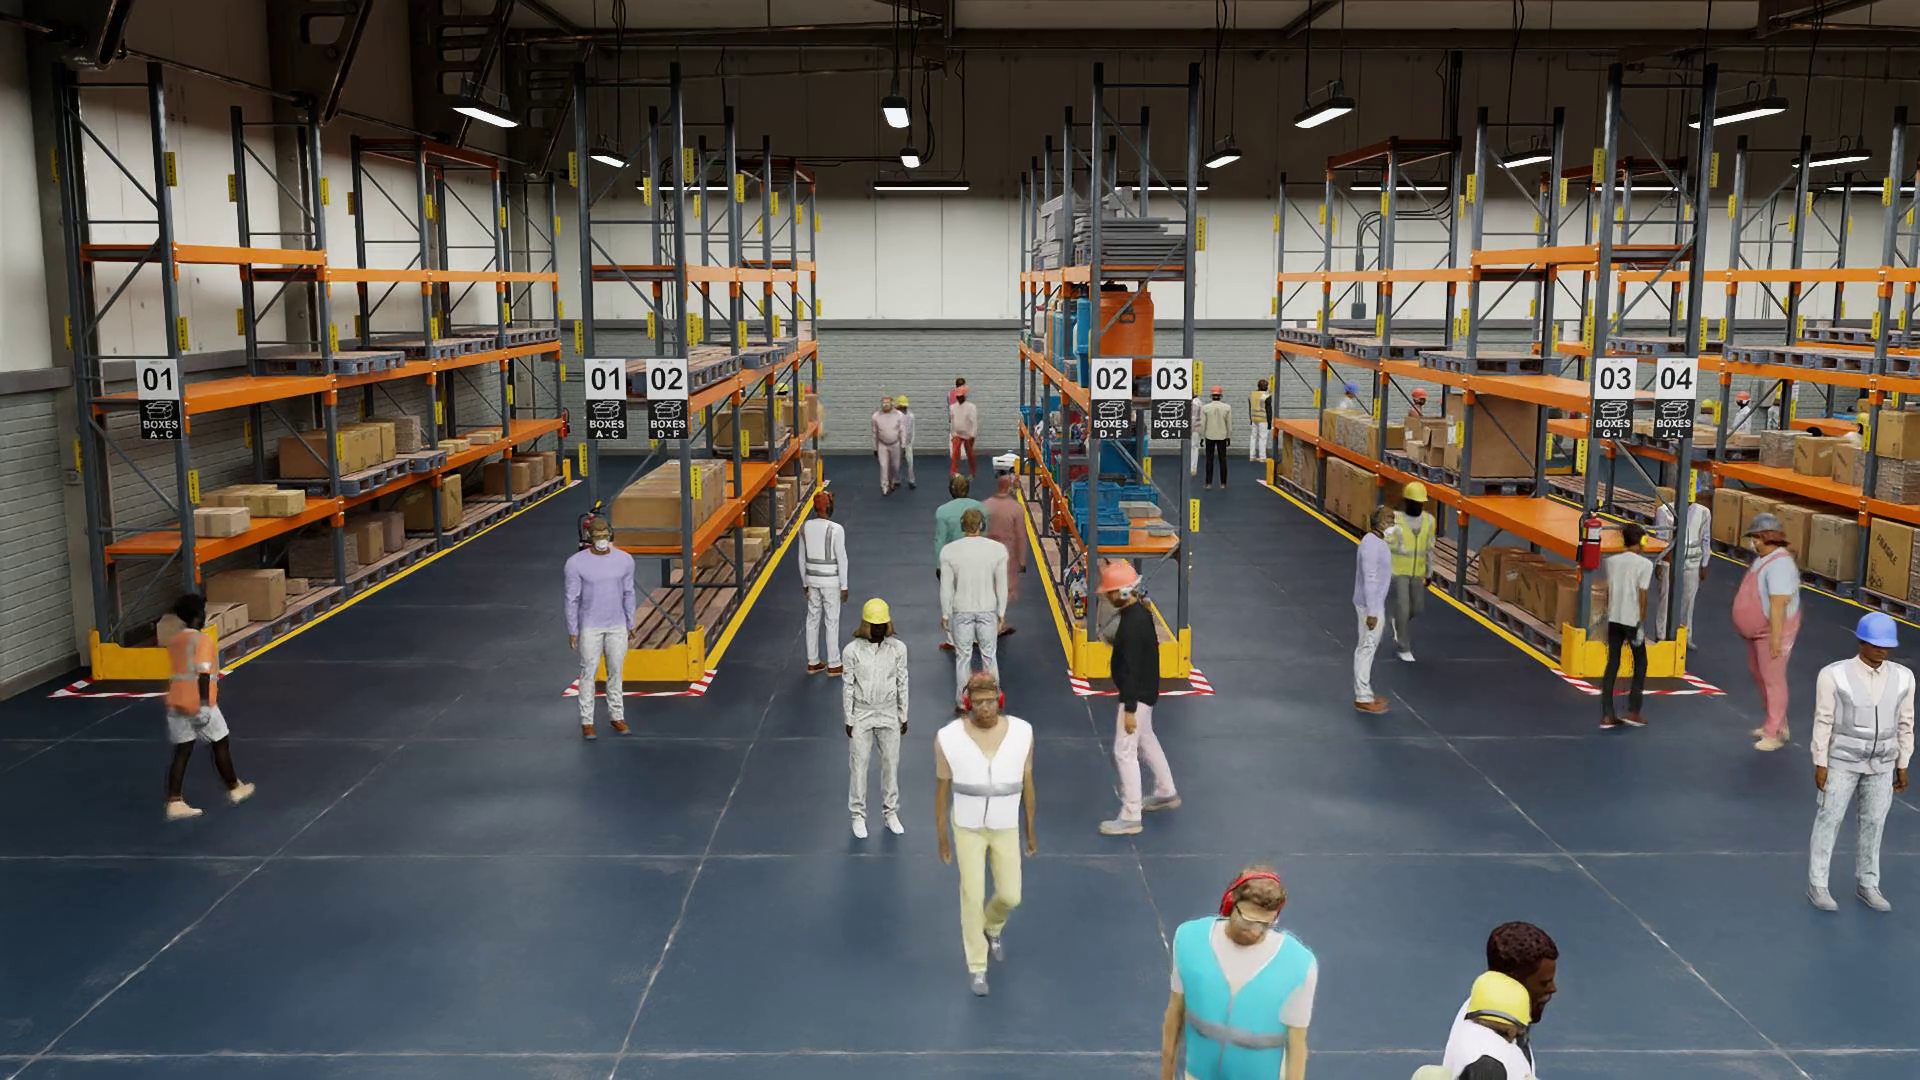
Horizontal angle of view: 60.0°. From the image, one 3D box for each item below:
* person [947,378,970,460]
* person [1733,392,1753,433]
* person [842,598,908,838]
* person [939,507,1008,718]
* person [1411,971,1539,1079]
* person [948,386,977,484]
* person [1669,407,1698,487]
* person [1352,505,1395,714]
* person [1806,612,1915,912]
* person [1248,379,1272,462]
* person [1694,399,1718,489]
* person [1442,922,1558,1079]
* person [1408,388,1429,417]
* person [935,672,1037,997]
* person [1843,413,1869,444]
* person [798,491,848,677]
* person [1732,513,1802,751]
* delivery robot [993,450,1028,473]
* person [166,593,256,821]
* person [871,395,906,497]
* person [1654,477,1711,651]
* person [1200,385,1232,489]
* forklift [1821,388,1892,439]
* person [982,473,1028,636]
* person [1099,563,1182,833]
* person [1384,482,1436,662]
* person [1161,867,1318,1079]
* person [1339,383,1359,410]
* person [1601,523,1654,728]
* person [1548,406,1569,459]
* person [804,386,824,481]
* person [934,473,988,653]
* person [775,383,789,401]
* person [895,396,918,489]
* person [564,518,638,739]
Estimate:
[{"bbox_3d":[-0.001,-2.722,37.341,0.622,1.835,0.431,7,11,37],"label":"person"},{"bbox_3d":[15.847,-2.128,33.748,0.327,1.753,0.563,1,9,7],"label":"person"},{"bbox_3d":[-0.599,1.271,11.942,0.484,1.739,0.319,-3,9,-16],"label":"person"},{"bbox_3d":[0.124,0.669,15.193,0.629,1.933,0.379,-1,9,-4],"label":"person"},{"bbox_3d":[1.725,2.267,5.497,0.535,1.753,0.341,2,9,12],"label":"person"},{"bbox_3d":[0.077,-2.104,33.029,0.609,1.941,1.048,3,9,21],"label":"person"},{"bbox_3d":[12.969,-1.544,29.831,0.689,1.802,0.533,-5,10,-27],"label":"person"},{"bbox_3d":[3.838,0.629,15.443,0.378,1.934,0.629,3,9,18],"label":"person"},{"bbox_3d":[5.690,1.398,10.495,0.604,1.938,0.426,0,9,2],"label":"person"},{"bbox_3d":[6.647,-2.624,36.709,0.429,1.837,0.629,-7,11,-36],"label":"person"},{"bbox_3d":[14.317,-1.848,32.049,0.492,1.719,0.660,-1,9,-7],"label":"person"},{"bbox_3d":[1.743,2.182,5.574,0.407,1.903,0.584,4,10,23],"label":"person"},{"bbox_3d":[8.560,-1.846,31.166,0.378,1.995,0.612,3,9,17],"label":"person"},{"bbox_3d":[0.138,1.620,9.379,0.587,1.830,0.469,-2,9,-11],"label":"person"},{"bbox_3d":[14.458,-1.100,26.726,0.627,1.885,0.494,1,9,4],"label":"person"},{"bbox_3d":[-1.367,0.440,16.821,0.576,1.883,0.354,5,10,31],"label":"person"},{"bbox_3d":[6.910,0.763,14.238,0.535,2.000,0.846,2,9,15],"label":"person"},{"bbox_3d":[1.021,-1.574,33.733,0.707,0.478,0.477,6,10,32],"label":"delivery robot"},{"bbox_3d":[-5.668,1.228,12.463,0.582,1.646,0.779,5,10,31],"label":"person"},{"bbox_3d":[-1.337,-1.776,31.062,0.644,1.889,0.758,-1,9,-7],"label":"person"},{"bbox_3d":[7.775,0.243,17.930,0.599,1.939,0.411,0,9,2],"label":"person"},{"bbox_3d":[4.921,-1.978,32.009,0.609,1.996,0.383,0,9,2],"label":"person"},{"bbox_3d":[20.072,-3.110,36.462,1.873,2.768,1.129,0,9,0],"label":"forklift"},{"bbox_3d":[0.468,0.186,18.439,0.654,1.883,0.674,8,12,42],"label":"person"},{"bbox_3d":[1.315,1.129,12.141,0.602,1.964,0.837,2,9,12],"label":"person"},{"bbox_3d":[4.721,0.306,17.614,0.593,1.907,0.631,-2,9,-13],"label":"person"},{"bbox_3d":[1.048,2.103,6.378,0.608,1.811,0.468,3,9,21],"label":"person"},{"bbox_3d":[7.883,-2.227,33.806,0.440,1.930,0.623,5,10,29],"label":"person"},{"bbox_3d":[5.980,0.763,14.913,0.616,1.826,0.524,-6,11,-34],"label":"person"},{"bbox_3d":[13.422,-2.731,37.503,0.649,1.807,0.336,9,12,44],"label":"person"},{"bbox_3d":[-2.990,-2.135,33.314,0.709,1.903,0.563,5,10,30],"label":"person"},{"bbox_3d":[0.011,0.248,17.923,0.625,1.930,0.381,-5,10,-30],"label":"person"},{"bbox_3d":[-3.595,-2.257,34.057,0.390,1.919,0.584,0,9,0],"label":"person"},{"bbox_3d":[-1.078,-1.851,31.828,0.594,1.792,0.869,-4,10,-22],"label":"person"},{"bbox_3d":[-3.130,0.764,14.555,0.637,1.938,0.355,-5,10,-30],"label":"person"}]
